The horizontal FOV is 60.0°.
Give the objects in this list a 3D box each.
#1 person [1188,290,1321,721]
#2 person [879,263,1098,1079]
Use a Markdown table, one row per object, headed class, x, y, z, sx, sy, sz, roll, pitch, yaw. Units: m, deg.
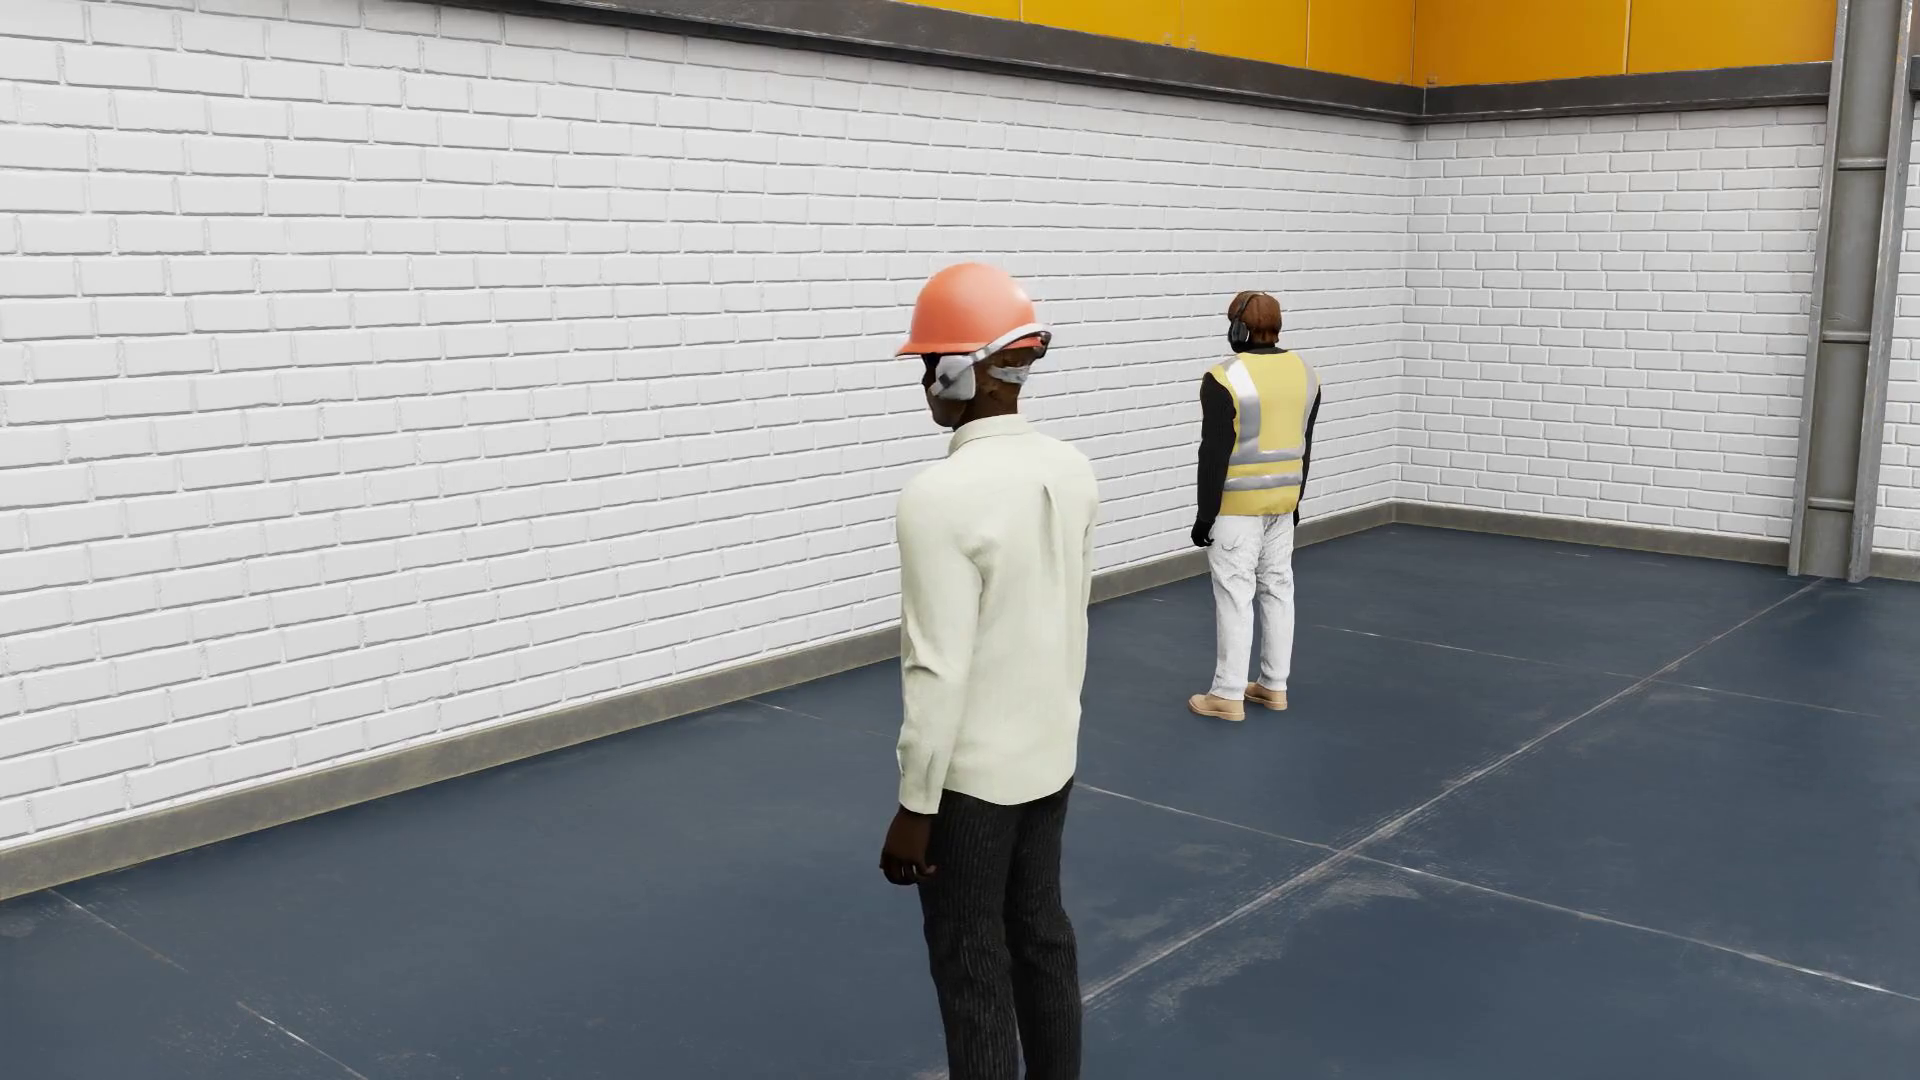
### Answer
| class | x | y | z | sx | sy | sz | roll | pitch | yaw |
| --- | --- | --- | --- | --- | --- | --- | --- | --- | --- |
| person | 1.241 | -0.145 | 7.172 | 0.627 | 1.846 | 0.429 | -7 | 12 | -35 |
| person | 0.045 | 0.446 | 3.373 | 0.395 | 1.990 | 0.625 | 7 | 12 | 33 |
